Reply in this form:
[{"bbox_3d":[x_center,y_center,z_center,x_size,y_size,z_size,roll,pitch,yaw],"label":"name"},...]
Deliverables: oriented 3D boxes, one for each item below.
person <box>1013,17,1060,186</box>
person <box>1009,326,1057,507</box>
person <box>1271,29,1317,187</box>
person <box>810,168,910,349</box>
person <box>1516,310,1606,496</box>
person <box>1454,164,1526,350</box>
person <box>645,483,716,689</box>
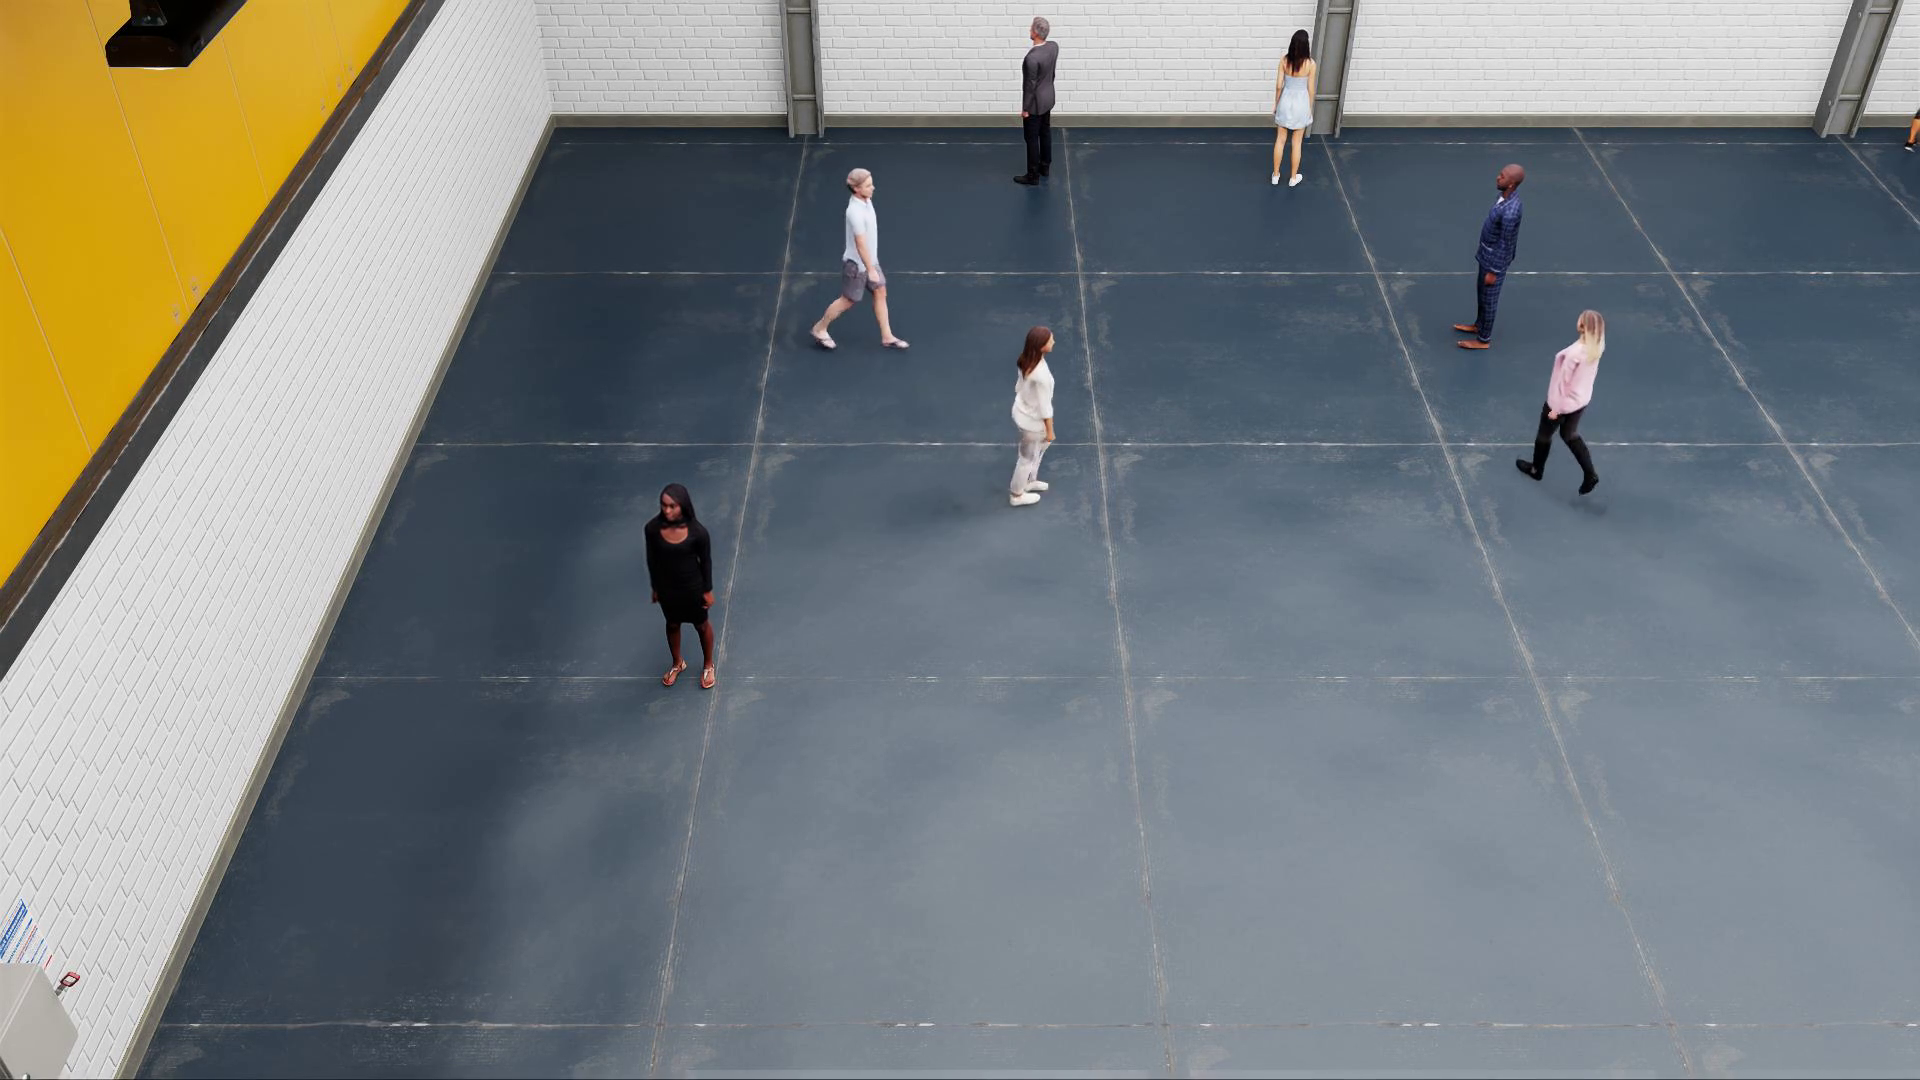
[{"bbox_3d":[0.836,-4.750,17.938,0.804,1.842,0.802,21,43,24],"label":"person"},{"bbox_3d":[0.502,-0.970,13.341,0.710,1.673,0.701,-11,40,-13],"label":"person"},{"bbox_3d":[3.584,-4.656,17.910,0.578,1.729,0.713,13,40,16],"label":"person"},{"bbox_3d":[-1.003,-2.528,15.188,1.224,1.802,0.855,9,39,11],"label":"person"},{"bbox_3d":[5.001,-1.091,13.494,1.021,1.670,0.998,-23,44,-26],"label":"person"},{"bbox_3d":[4.915,-2.616,15.284,0.623,1.819,0.684,4,39,6],"label":"person"},{"bbox_3d":[-1.944,0.323,11.684,0.508,1.719,0.706,6,39,8],"label":"person"}]
